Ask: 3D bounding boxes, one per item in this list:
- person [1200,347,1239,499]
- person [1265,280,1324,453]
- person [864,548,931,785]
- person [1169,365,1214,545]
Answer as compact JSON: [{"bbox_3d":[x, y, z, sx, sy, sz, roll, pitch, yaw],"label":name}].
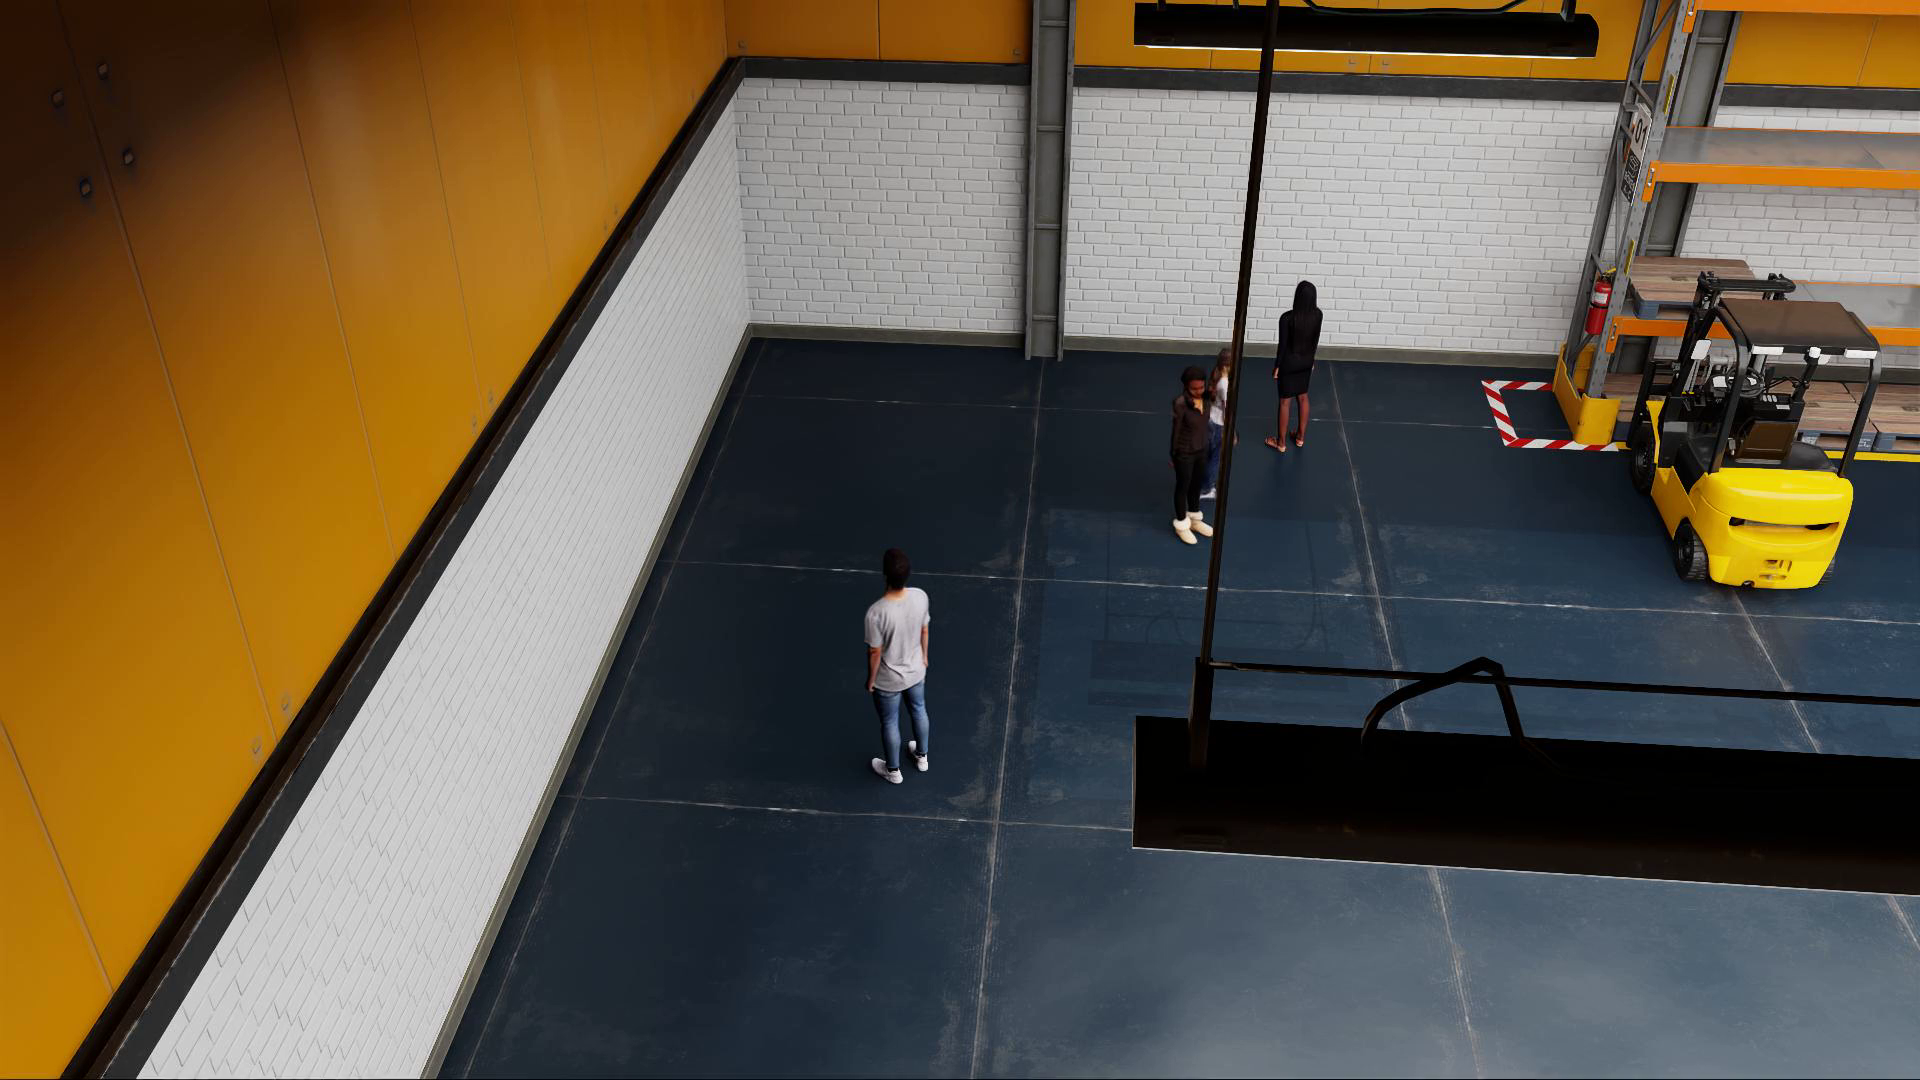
[{"bbox_3d":[2.232,-1.023,14.817,0.621,1.542,0.592,-4,34,-7],"label":"person"},{"bbox_3d":[3.142,-1.645,15.592,0.610,1.720,0.741,-14,36,-20],"label":"person"},{"bbox_3d":[-0.433,0.883,11.638,0.727,1.887,0.809,-21,39,-29],"label":"person"},{"bbox_3d":[1.976,-0.777,14.338,0.774,1.663,0.713,21,39,29],"label":"person"}]
